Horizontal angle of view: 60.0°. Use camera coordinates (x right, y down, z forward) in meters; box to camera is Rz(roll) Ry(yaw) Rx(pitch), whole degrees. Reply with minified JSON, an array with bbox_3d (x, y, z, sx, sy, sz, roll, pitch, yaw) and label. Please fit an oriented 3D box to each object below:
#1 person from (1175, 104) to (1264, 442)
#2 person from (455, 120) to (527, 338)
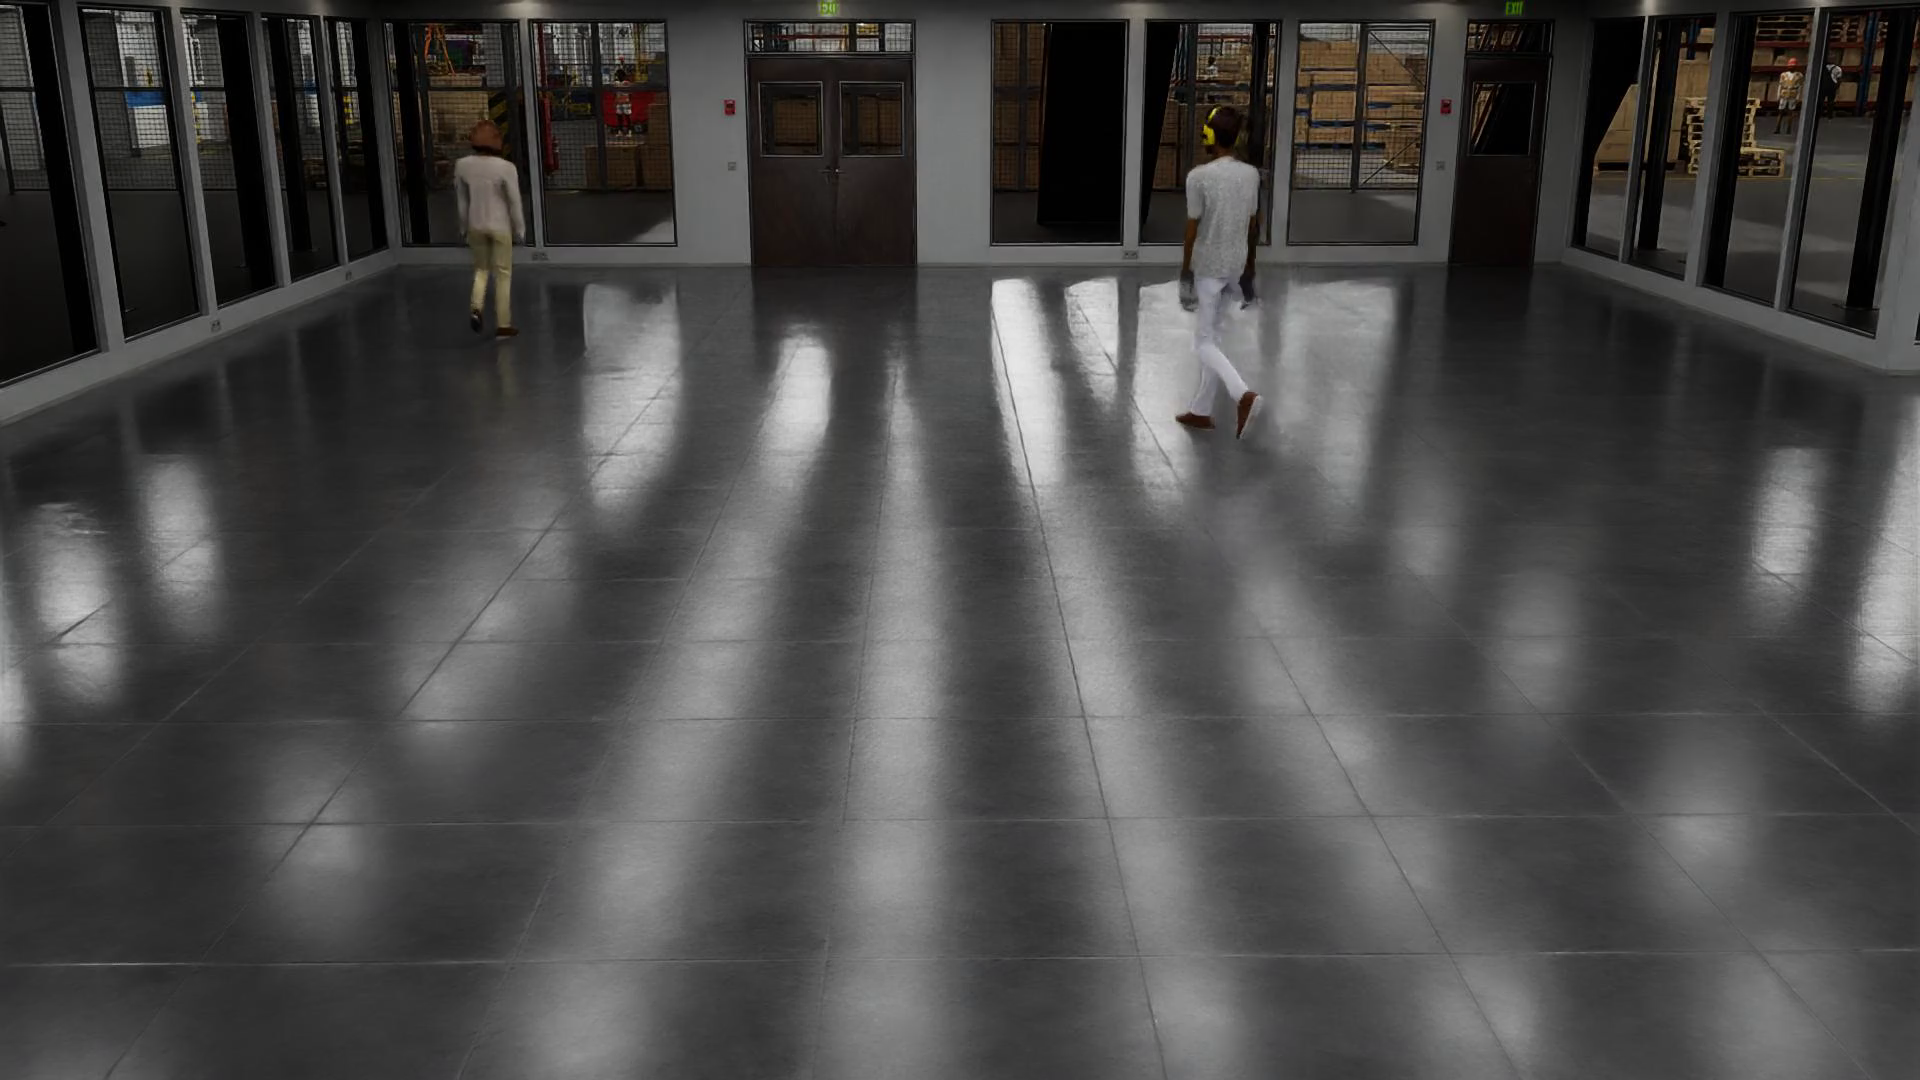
[{"bbox_3d":[1.473,-1.470,9.232,0.523,1.846,0.780,-9,19,-29],"label":"person"},{"bbox_3d":[-3.511,-2.316,12.470,0.531,1.620,0.370,3,17,11],"label":"person"}]
